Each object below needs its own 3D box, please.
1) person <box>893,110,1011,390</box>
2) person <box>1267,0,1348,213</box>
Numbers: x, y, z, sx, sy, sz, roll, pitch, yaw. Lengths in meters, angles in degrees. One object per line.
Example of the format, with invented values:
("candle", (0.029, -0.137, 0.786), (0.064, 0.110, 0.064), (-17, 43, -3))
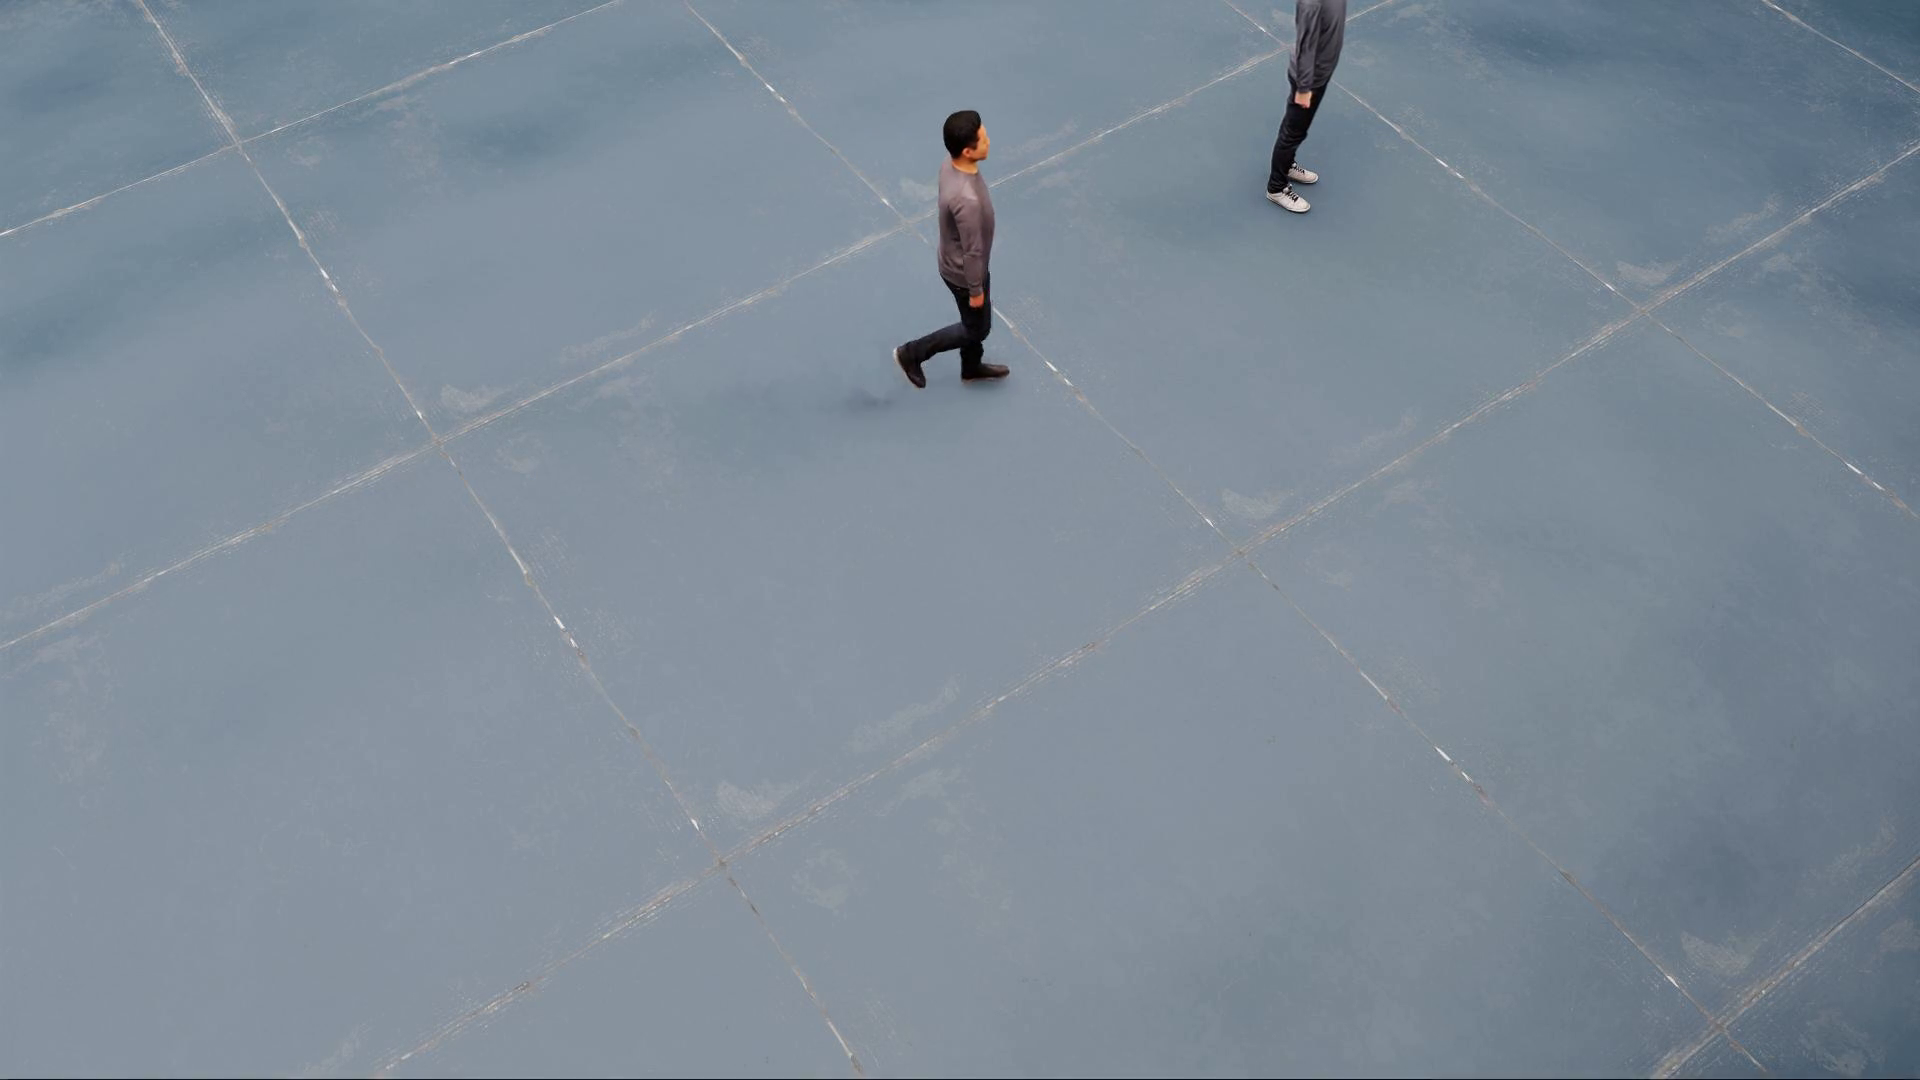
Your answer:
("person", (-0.047, -1.392, 8.380), (0.964, 1.755, 0.941), (12, 53, 10))
("person", (1.977, -2.672, 9.368), (0.720, 1.761, 0.700), (16, 54, 12))
